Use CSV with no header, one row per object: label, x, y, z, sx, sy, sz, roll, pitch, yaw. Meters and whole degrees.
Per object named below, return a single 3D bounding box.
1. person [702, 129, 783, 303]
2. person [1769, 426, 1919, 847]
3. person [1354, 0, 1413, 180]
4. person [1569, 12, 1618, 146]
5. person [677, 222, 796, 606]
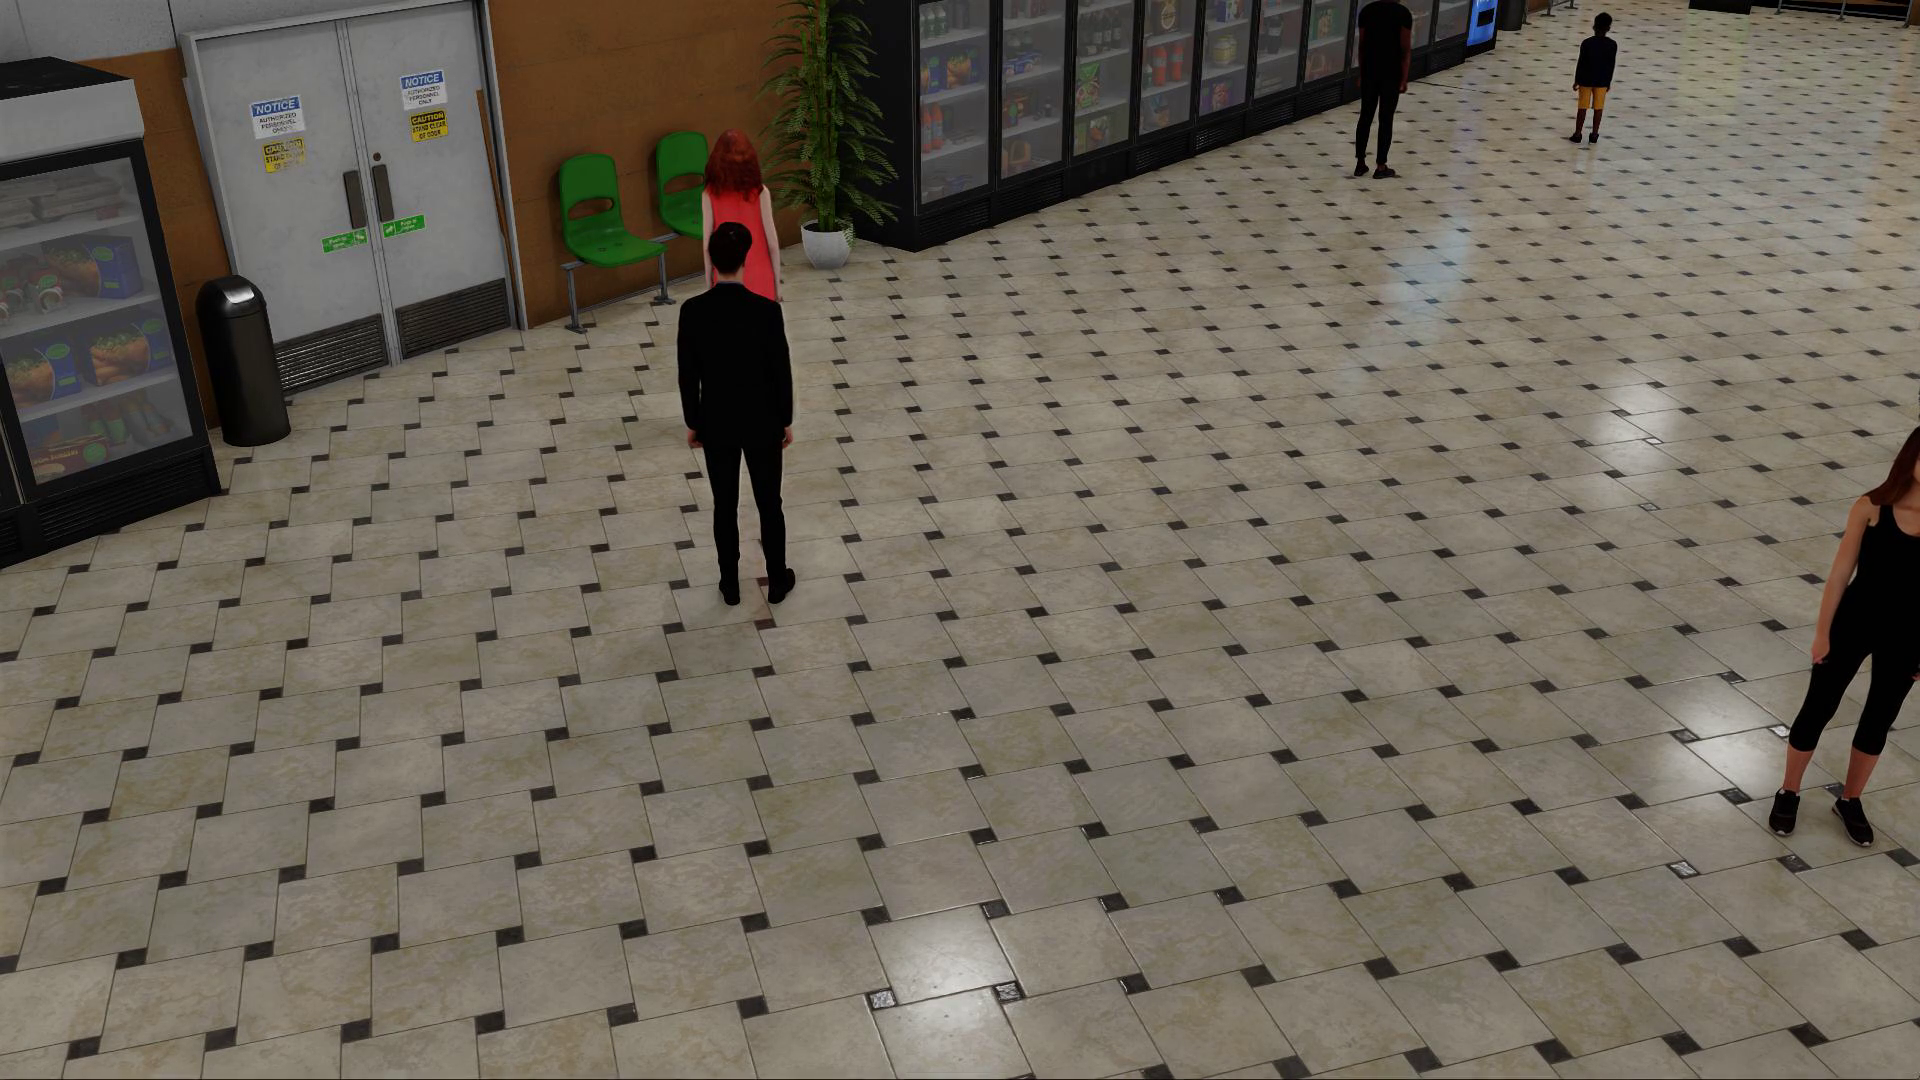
person,-1.279,-1.505,9.810,0.644,1.827,0.733,1,27,3
person,3.448,0.351,6.262,0.581,1.726,0.703,8,28,14
person,3.851,-4.242,15.216,0.495,1.819,0.727,19,33,33
person,6.275,-4.566,16.460,0.590,1.271,0.669,4,27,8
person,-1.046,-0.571,7.896,0.770,1.893,0.847,0,27,0
